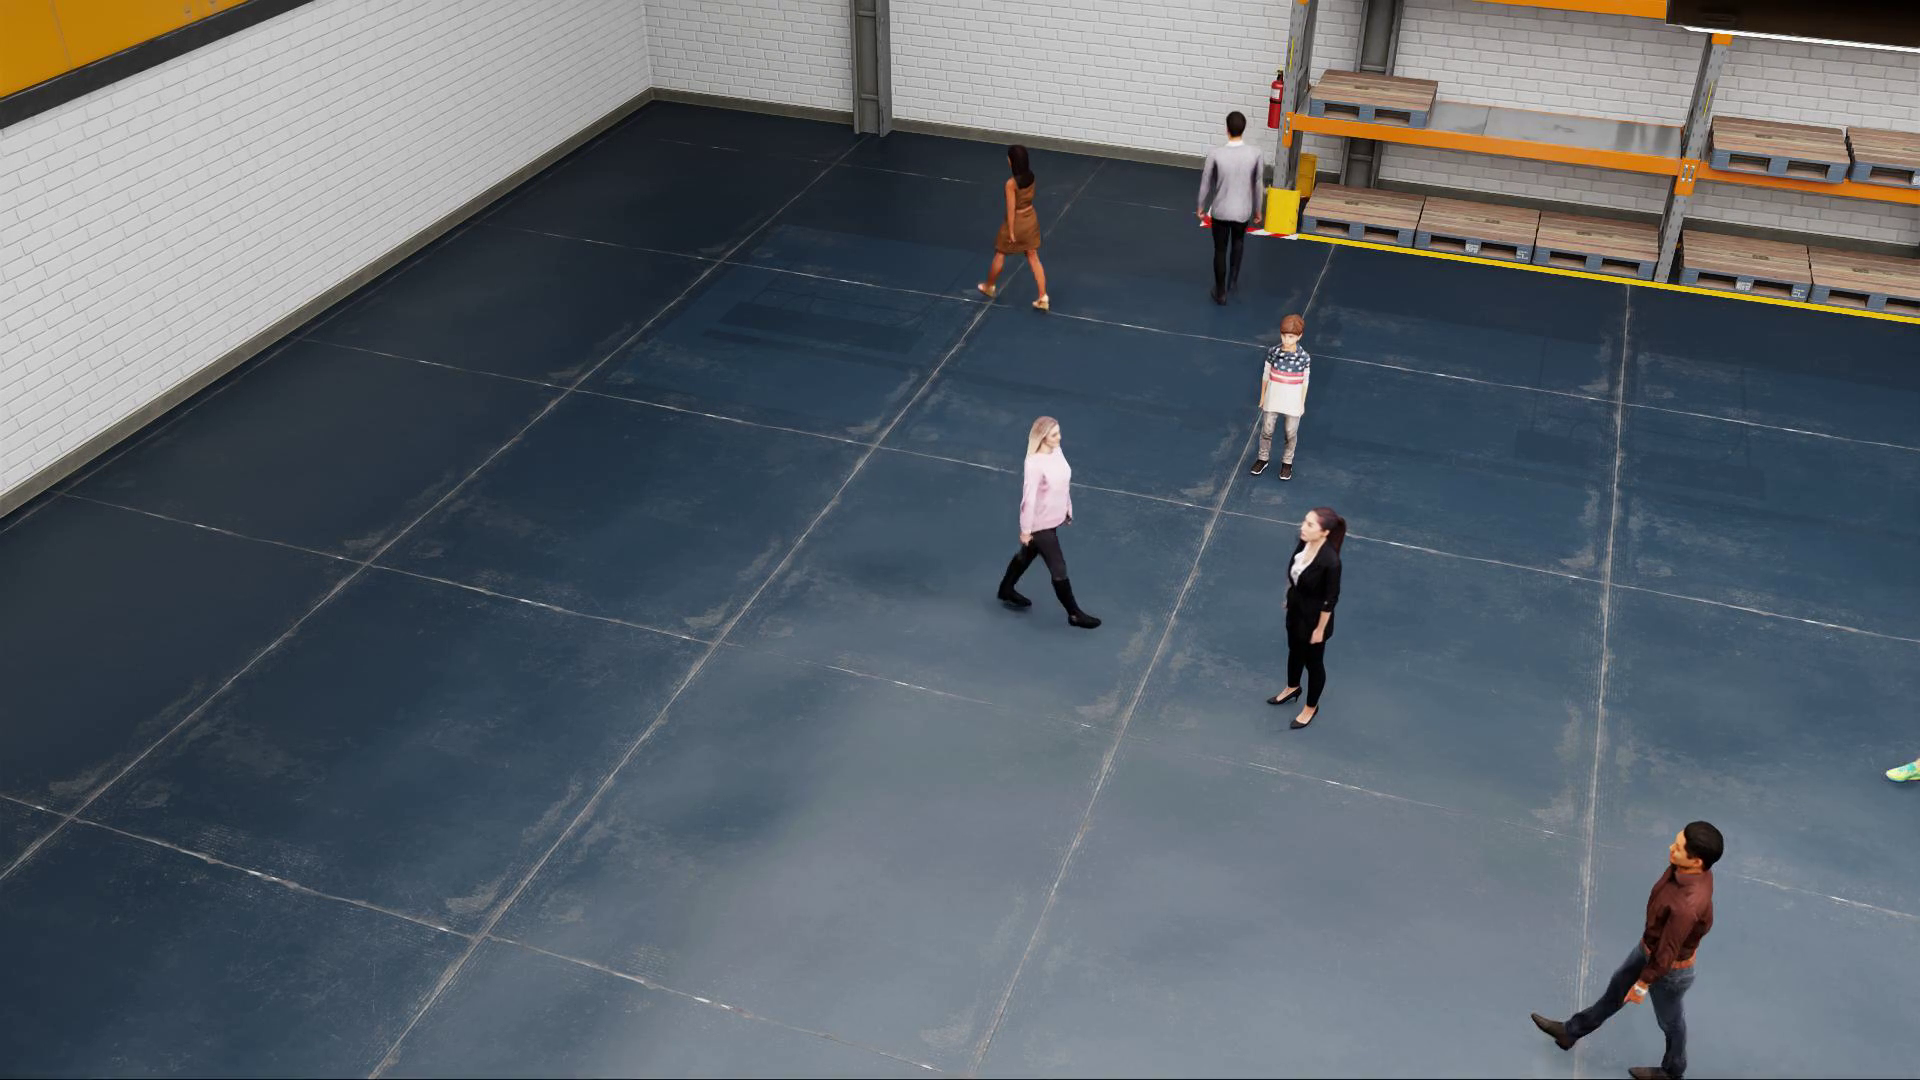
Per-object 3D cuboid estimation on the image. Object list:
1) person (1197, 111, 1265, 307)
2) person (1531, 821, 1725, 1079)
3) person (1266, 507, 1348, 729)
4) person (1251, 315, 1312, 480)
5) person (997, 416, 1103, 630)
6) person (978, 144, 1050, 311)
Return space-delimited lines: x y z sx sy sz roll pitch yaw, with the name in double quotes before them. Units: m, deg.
"person" 2.645 -3.170 16.133 0.839 1.906 0.964 -1 34 -2
"person" 3.618 2.129 8.302 1.013 1.750 0.694 10 35 15
"person" 2.288 0.485 10.854 0.740 1.662 0.693 -12 35 -17
"person" 2.641 -1.174 13.552 0.390 1.439 0.574 12 35 17
"person" 0.518 -0.150 11.830 1.108 1.641 0.704 16 37 22
"person" 0.641 -2.988 16.095 1.114 1.645 0.851 27 42 34
